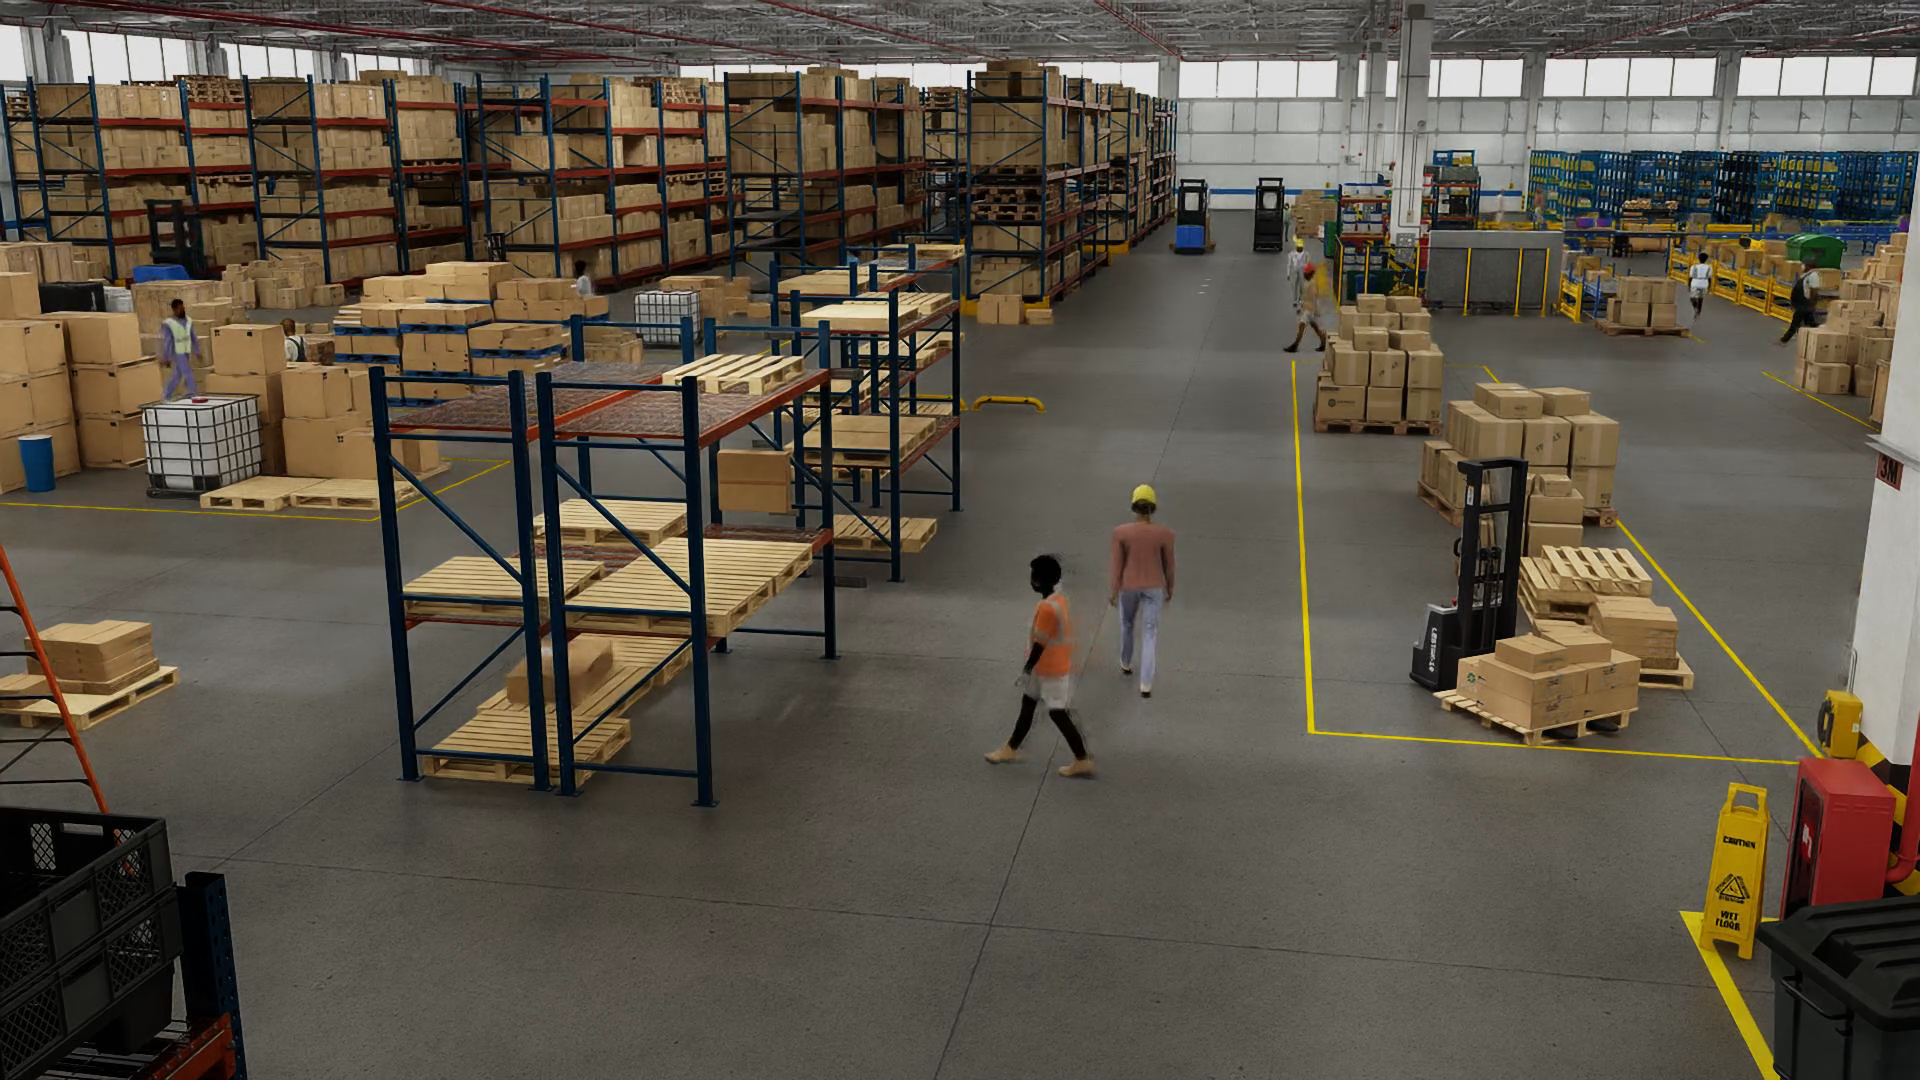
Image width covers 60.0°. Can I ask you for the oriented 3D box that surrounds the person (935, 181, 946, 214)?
[{"bbox_3d":[-1.103,-19.181,93.213,0.953,1.844,0.669,4,14,16],"label":"person"}]

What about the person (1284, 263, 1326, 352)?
[{"bbox_3d":[7.419,-4.914,35.220,1.007,1.893,0.552,-1,14,-3],"label":"person"}]

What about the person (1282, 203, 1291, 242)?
[{"bbox_3d":[13.770,-13.446,70.363,0.500,1.633,0.281,-3,14,-13],"label":"person"}]

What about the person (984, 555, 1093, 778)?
[{"bbox_3d":[0.601,0.913,12.025,0.810,1.646,0.547,1,14,4],"label":"person"}]

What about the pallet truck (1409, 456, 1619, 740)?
[{"bbox_3d":[4.504,0.400,13.395,0.823,1.965,1.885,-6,15,-23],"label":"pallet truck"}]

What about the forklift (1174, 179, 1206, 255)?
[{"bbox_3d":[8.739,-12.231,62.861,1.129,2.768,1.873,3,14,10],"label":"forklift"}]

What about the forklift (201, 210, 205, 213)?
[{"bbox_3d":[-25.351,-10.510,55.875,1.873,2.768,1.129,-2,14,-6],"label":"forklift"}]

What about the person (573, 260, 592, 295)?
[{"bbox_3d":[-7.930,-4.964,35.292,0.710,1.942,0.623,1,14,3],"label":"person"}]

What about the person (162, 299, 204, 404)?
[{"bbox_3d":[-13.197,-3.150,28.101,1.031,1.868,0.588,3,14,12],"label":"person"}]

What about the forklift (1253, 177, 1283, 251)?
[{"bbox_3d":[12.083,-12.747,64.956,1.129,2.768,1.873,3,14,10],"label":"forklift"}]

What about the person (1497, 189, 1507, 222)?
[{"bbox_3d":[25.942,-15.909,79.902,0.713,1.863,0.636,-13,19,-41],"label":"person"}]

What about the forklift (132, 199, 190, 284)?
[{"bbox_3d":[-21.227,-7.731,44.590,1.129,2.768,1.873,3,14,10],"label":"forklift"}]

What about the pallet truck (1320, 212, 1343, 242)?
[{"bbox_3d":[15.874,-13.227,70.310,0.680,1.201,1.601,10,17,35],"label":"pallet truck"}]

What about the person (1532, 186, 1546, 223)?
[{"bbox_3d":[28.246,-16.256,81.095,0.863,1.965,0.616,-2,14,-9],"label":"person"}]

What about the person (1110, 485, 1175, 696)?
[{"bbox_3d":[1.534,0.392,14.008,0.551,1.715,0.914,1,14,4],"label":"person"}]

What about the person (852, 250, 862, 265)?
[{"bbox_3d":[-2.714,-6.856,43.555,0.326,1.659,0.681,-4,14,-15],"label":"person"}]

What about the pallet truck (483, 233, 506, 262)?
[{"bbox_3d":[-11.832,-7.026,43.548,1.885,1.965,0.823,8,16,28],"label":"pallet truck"}]

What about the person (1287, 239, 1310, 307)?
[{"bbox_3d":[8.963,-7.061,44.055,0.608,1.813,0.464,2,14,7],"label":"person"}]

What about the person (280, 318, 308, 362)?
[{"bbox_3d":[-10.117,-2.458,25.324,0.344,1.840,0.504,4,14,17],"label":"person"}]

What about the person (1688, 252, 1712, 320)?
[{"bbox_3d":[18.314,-6.275,41.142,0.540,1.677,0.521,2,14,9],"label":"person"}]

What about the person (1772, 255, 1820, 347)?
[{"bbox_3d":[18.278,-5.201,36.047,1.006,2.000,0.693,3,14,13],"label":"person"}]

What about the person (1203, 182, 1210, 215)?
[{"bbox_3d":[13.046,-18.067,88.532,0.614,1.923,0.751,-5,15,-20],"label":"person"}]
